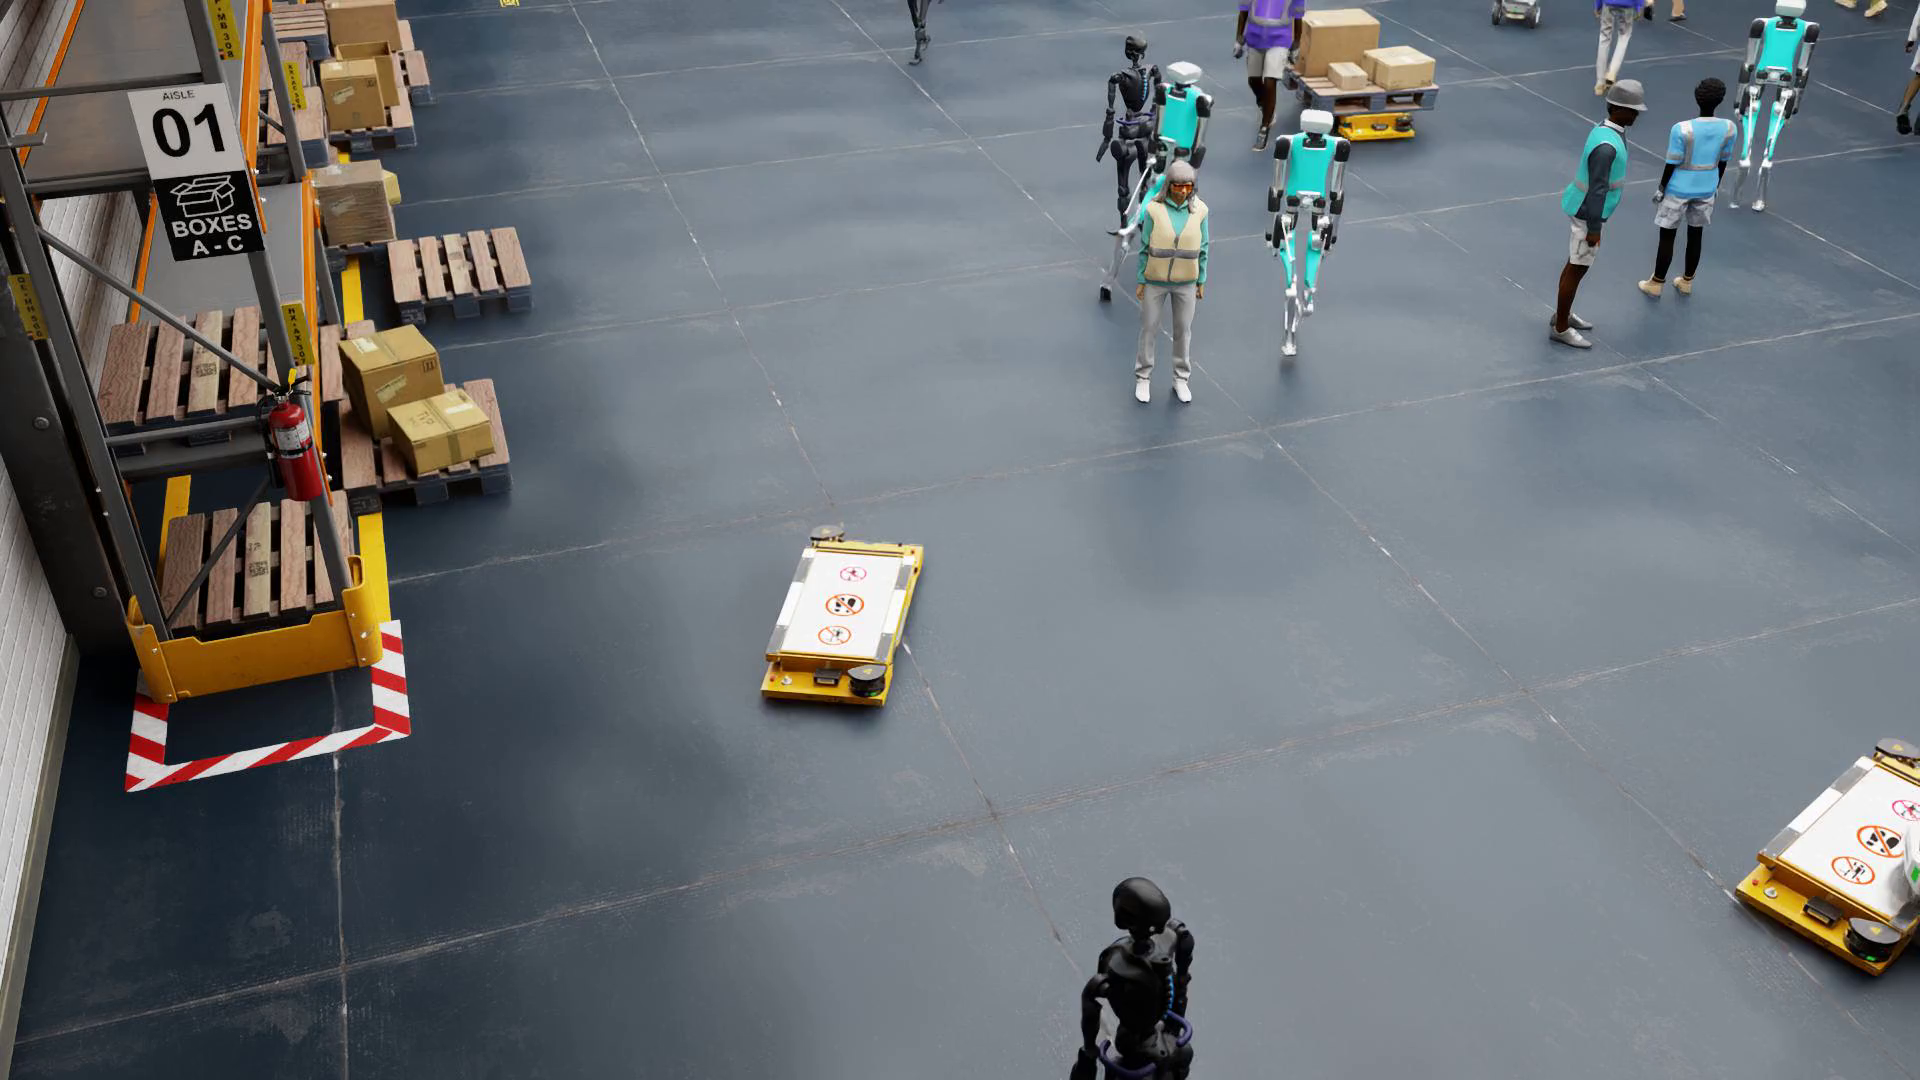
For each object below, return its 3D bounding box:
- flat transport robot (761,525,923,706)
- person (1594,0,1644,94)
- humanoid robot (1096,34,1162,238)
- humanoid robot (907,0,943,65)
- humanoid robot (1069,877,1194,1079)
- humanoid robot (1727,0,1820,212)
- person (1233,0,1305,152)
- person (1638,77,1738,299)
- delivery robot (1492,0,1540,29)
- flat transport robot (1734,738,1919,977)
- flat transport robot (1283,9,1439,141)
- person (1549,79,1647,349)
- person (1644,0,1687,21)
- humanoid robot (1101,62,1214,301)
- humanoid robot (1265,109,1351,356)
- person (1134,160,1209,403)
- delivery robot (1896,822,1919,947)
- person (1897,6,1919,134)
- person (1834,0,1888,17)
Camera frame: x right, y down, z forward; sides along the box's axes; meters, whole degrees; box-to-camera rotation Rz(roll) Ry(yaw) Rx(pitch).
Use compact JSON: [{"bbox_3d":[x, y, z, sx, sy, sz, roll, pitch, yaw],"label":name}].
[{"bbox_3d":[-0.629,0.401,9.244,0.659,0.231,1.431,4,33,6],"label":"flat transport robot"},{"bbox_3d":[6.619,-5.417,16.718,0.483,1.853,0.406,11,35,17],"label":"person"},{"bbox_3d":[1.409,-3.309,13.632,0.599,1.657,0.315,-19,37,-26],"label":"humanoid robot"},{"bbox_3d":[-0.438,-5.986,17.798,0.593,1.634,0.788,12,35,18],"label":"humanoid robot"},{"bbox_3d":[0.565,1.815,5.812,0.589,1.629,0.713,-28,42,-36],"label":"humanoid robot"},{"bbox_3d":[6.820,-3.620,14.065,0.532,1.787,0.688,12,35,17],"label":"humanoid robot"},{"bbox_3d":[2.896,-4.702,15.556,0.623,1.932,0.853,13,35,20],"label":"person"},{"bbox_3d":[5.530,-2.659,12.625,0.539,1.698,0.318,-5,33,-7],"label":"person"},{"bbox_3d":[6.467,-6.231,19.170,0.499,0.613,0.807,15,36,21],"label":"delivery robot"},{"bbox_3d":[4.250,1.428,7.668,1.431,0.231,0.659,-25,41,-33],"label":"flat transport robot"},{"bbox_3d":[3.899,-4.266,16.402,0.659,0.231,1.431,-6,34,-8],"label":"flat transport robot"},{"bbox_3d":[4.535,-2.355,11.943,0.431,1.938,0.554,13,35,19],"label":"person"},{"bbox_3d":[8.167,-6.705,18.863,0.628,1.655,0.493,-25,40,-33],"label":"person"},{"bbox_3d":[1.414,-2.639,12.598,0.969,1.795,0.548,-25,41,-33],"label":"humanoid robot"},{"bbox_3d":[2.442,-2.066,11.734,0.542,1.772,1.029,1,33,2],"label":"humanoid robot"},{"bbox_3d":[1.419,-1.741,11.215,0.465,1.706,0.367,-1,33,-1],"label":"person"},{"bbox_3d":[4.523,1.534,7.253,0.777,0.605,0.511,13,35,19],"label":"delivery robot"},{"bbox_3d":[9.196,-4.706,15.595,0.550,1.899,0.707,24,40,32],"label":"person"},{"bbox_3d":[10.615,-6.981,19.163,0.527,1.812,0.871,-9,34,-13],"label":"person"}]
